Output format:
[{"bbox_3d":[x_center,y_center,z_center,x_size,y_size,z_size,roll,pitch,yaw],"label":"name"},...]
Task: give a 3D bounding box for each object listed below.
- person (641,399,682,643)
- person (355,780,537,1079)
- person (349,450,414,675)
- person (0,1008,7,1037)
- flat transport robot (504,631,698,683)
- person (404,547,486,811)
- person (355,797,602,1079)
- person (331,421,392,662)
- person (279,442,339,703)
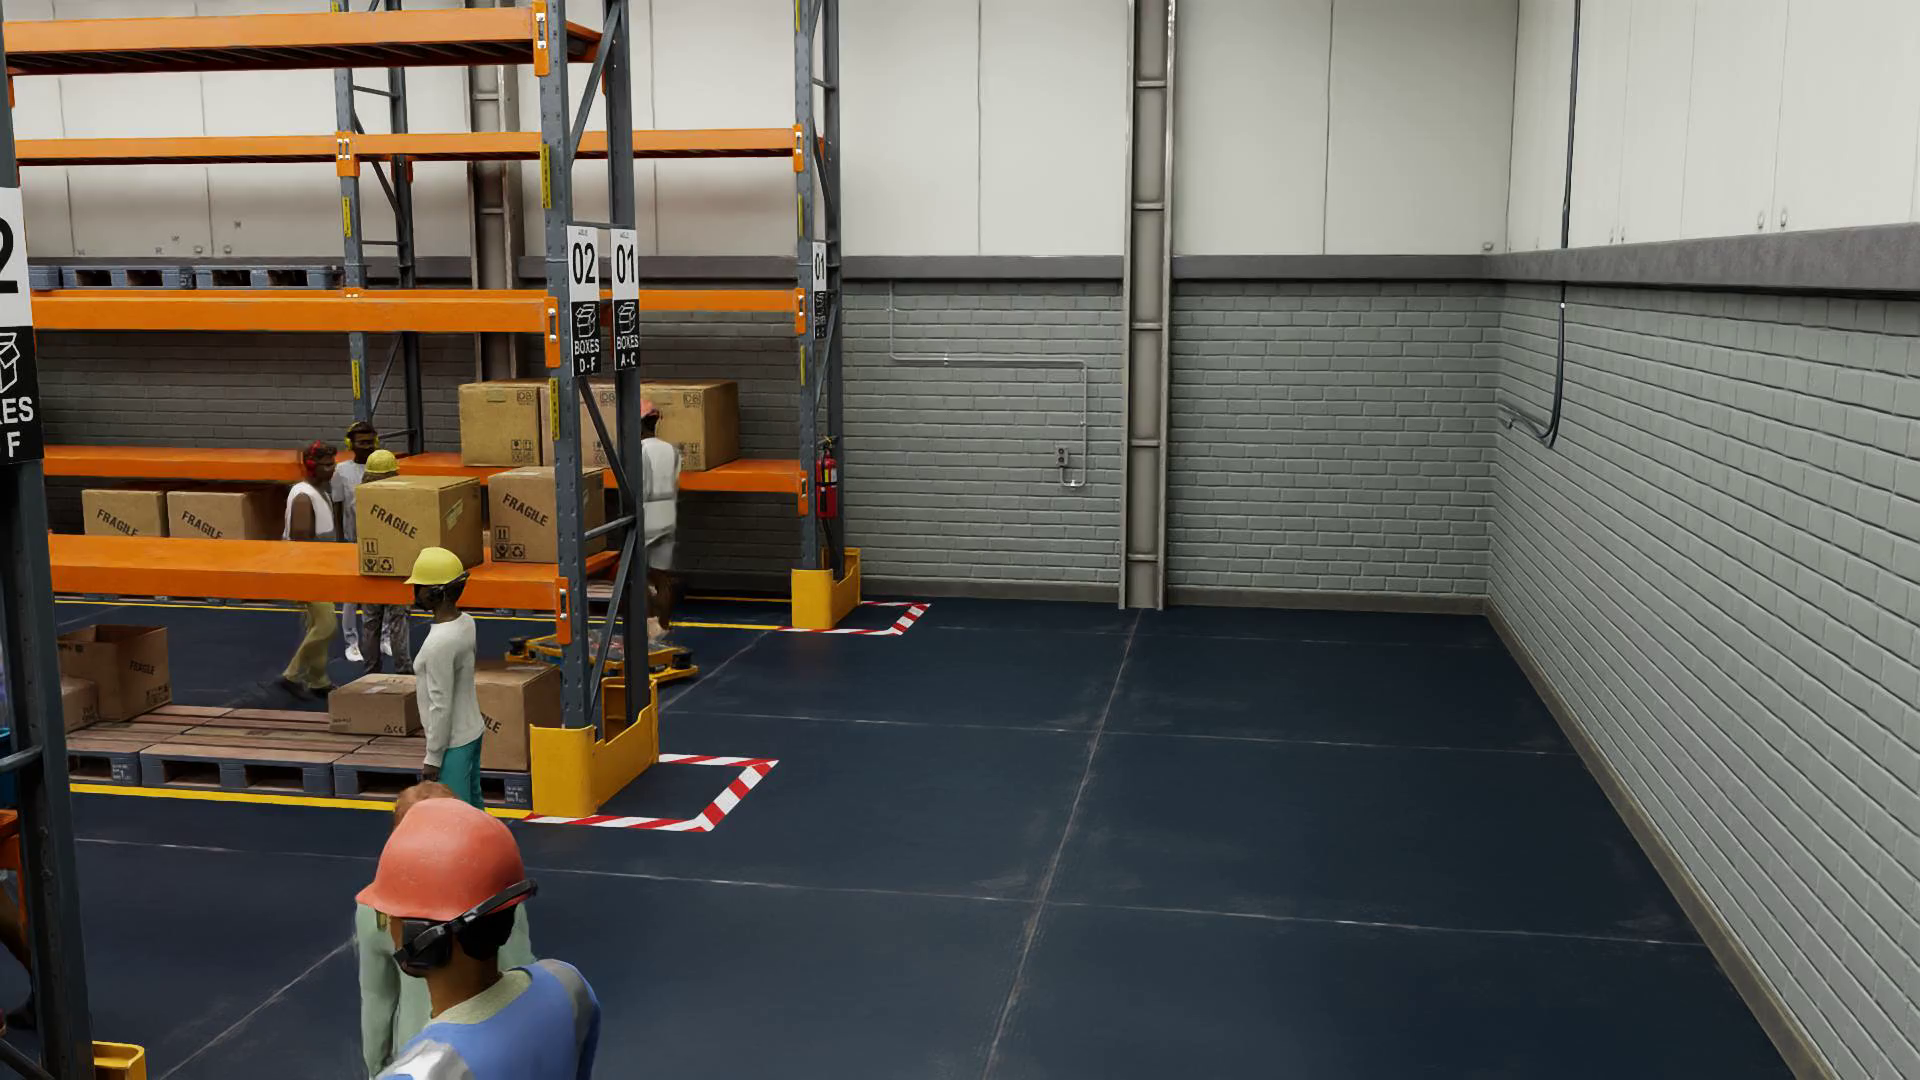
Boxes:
[{"bbox_3d":[-2.434,-0.096,12.997,0.520,1.999,0.649,6,11,33],"label":"person"},{"bbox_3d":[-1.408,1.461,4.593,0.563,1.588,0.812,2,9,14],"label":"person"},{"bbox_3d":[-4.055,0.231,11.772,0.483,1.745,0.302,3,10,16],"label":"person"},{"bbox_3d":[-3.974,0.994,6.311,0.608,1.987,0.404,2,9,15],"label":"person"},{"bbox_3d":[-2.685,0.866,12.386,1.431,0.197,0.652,7,11,37],"label":"flat transport robot"},{"bbox_3d":[-2.314,0.906,7.513,0.311,1.769,0.522,0,9,-3],"label":"person"},{"bbox_3d":[-0.911,1.477,3.117,0.375,2.044,0.605,3,10,16],"label":"person"},{"bbox_3d":[-4.564,0.010,12.800,0.508,1.861,0.327,-7,11,-35],"label":"person"},{"bbox_3d":[-4.479,0.228,11.529,0.435,1.823,0.603,-2,9,-11],"label":"person"}]
